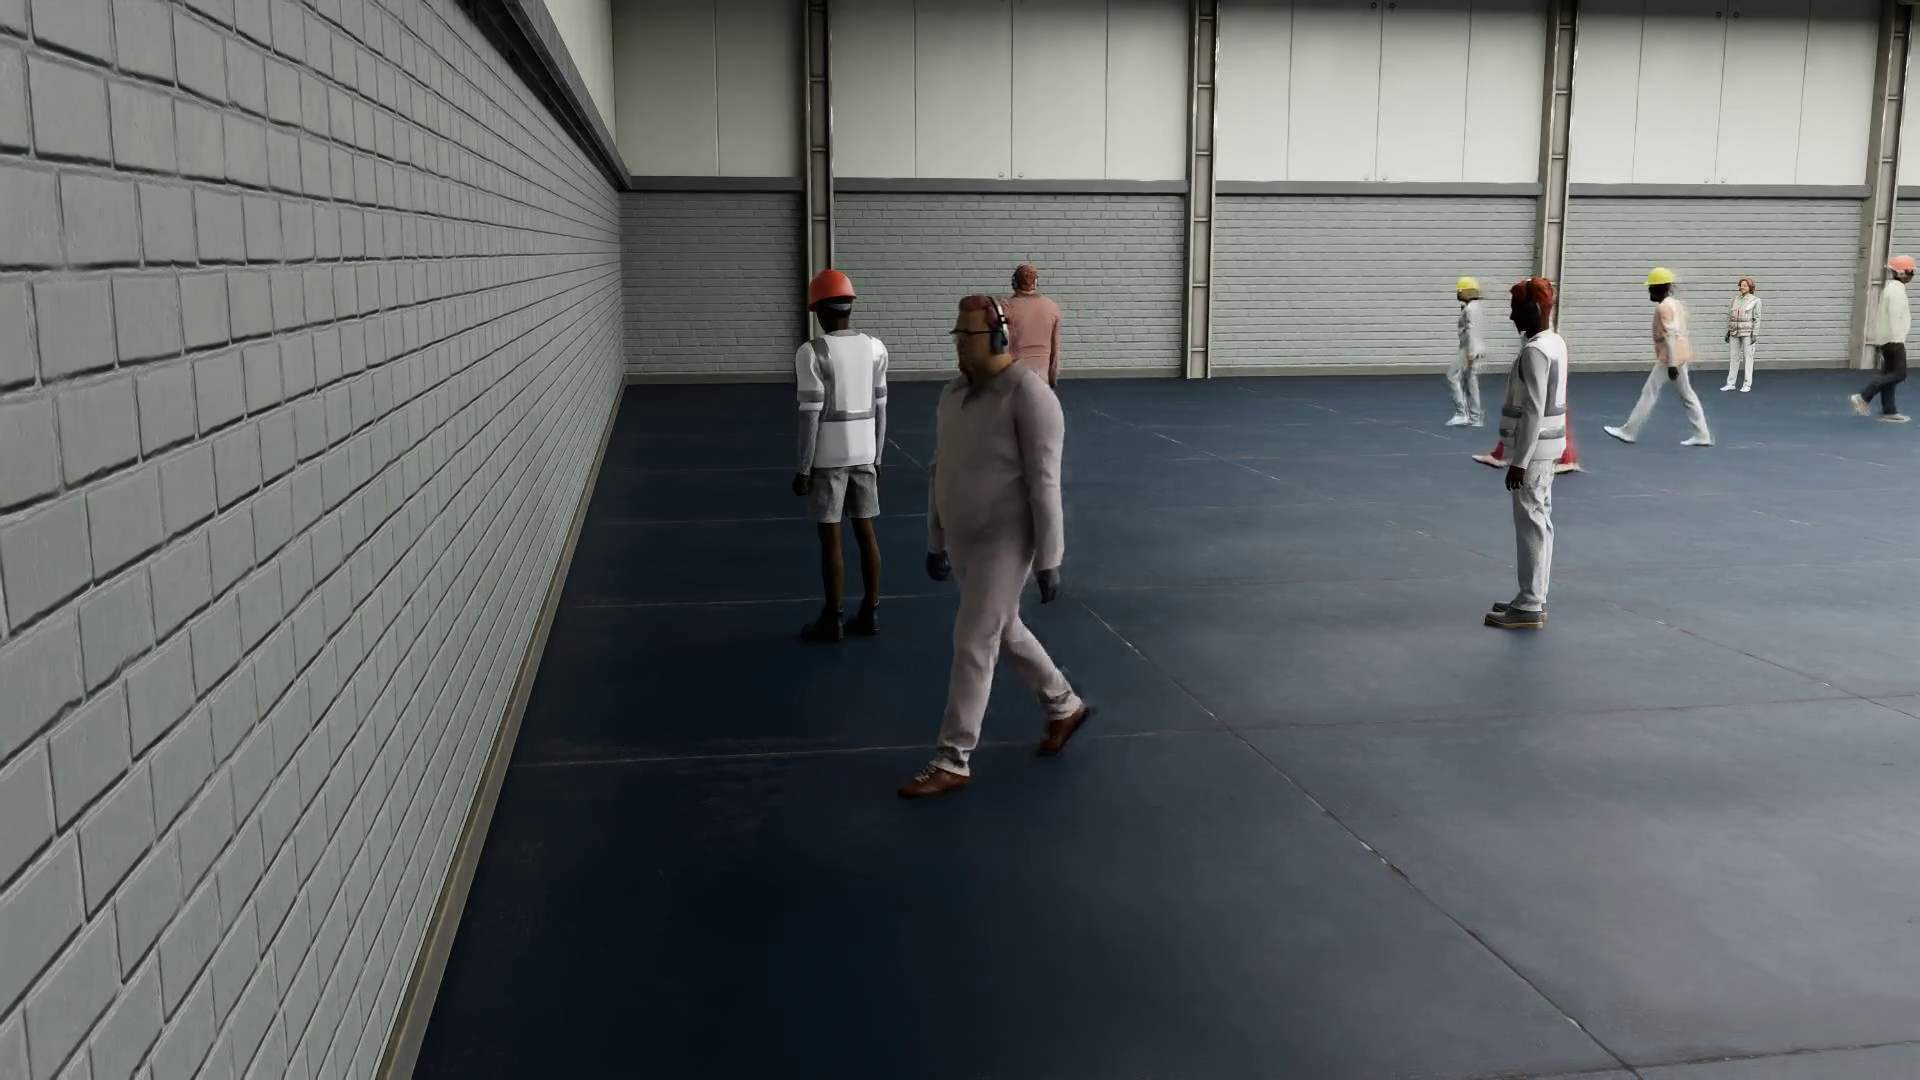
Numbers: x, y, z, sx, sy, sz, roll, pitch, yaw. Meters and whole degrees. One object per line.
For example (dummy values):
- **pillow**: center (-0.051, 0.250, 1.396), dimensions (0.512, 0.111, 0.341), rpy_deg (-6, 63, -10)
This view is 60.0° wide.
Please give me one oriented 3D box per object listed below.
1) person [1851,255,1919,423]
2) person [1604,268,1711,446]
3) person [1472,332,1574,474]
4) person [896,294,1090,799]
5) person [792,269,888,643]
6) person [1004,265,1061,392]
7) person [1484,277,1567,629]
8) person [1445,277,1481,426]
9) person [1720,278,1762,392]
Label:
- **person**: center (10.966, -2.366, 19.630), dimensions (0.564, 1.980, 0.636), rpy_deg (4, 11, 21)
- **person**: center (7.377, -1.908, 17.380), dimensions (1.048, 1.852, 0.598), rpy_deg (7, 12, 35)
- **person**: center (5.222, -1.463, 15.210), dimensions (0.926, 1.716, 0.540), rpy_deg (4, 11, 22)
- **person**: center (0.159, -0.003, 6.360), dimensions (0.940, 1.875, 0.657), rpy_deg (-7, 12, -33)
- **person**: center (-0.636, -0.429, 8.640), dimensions (0.543, 1.928, 0.372), rpy_deg (-8, 13, -38)
- **person**: center (0.559, -1.440, 14.518), dimensions (0.651, 1.906, 0.403), rpy_deg (-5, 11, -26)
- **person**: center (3.068, -0.465, 8.962), dimensions (0.356, 1.887, 0.572), rpy_deg (5, 11, 27)
- **person**: center (5.808, -2.167, 19.204), dimensions (0.535, 1.722, 0.521), rpy_deg (3, 10, 17)
- **person**: center (11.291, -2.956, 24.006), dimensions (0.307, 1.645, 0.513), rpy_deg (-6, 11, -30)
